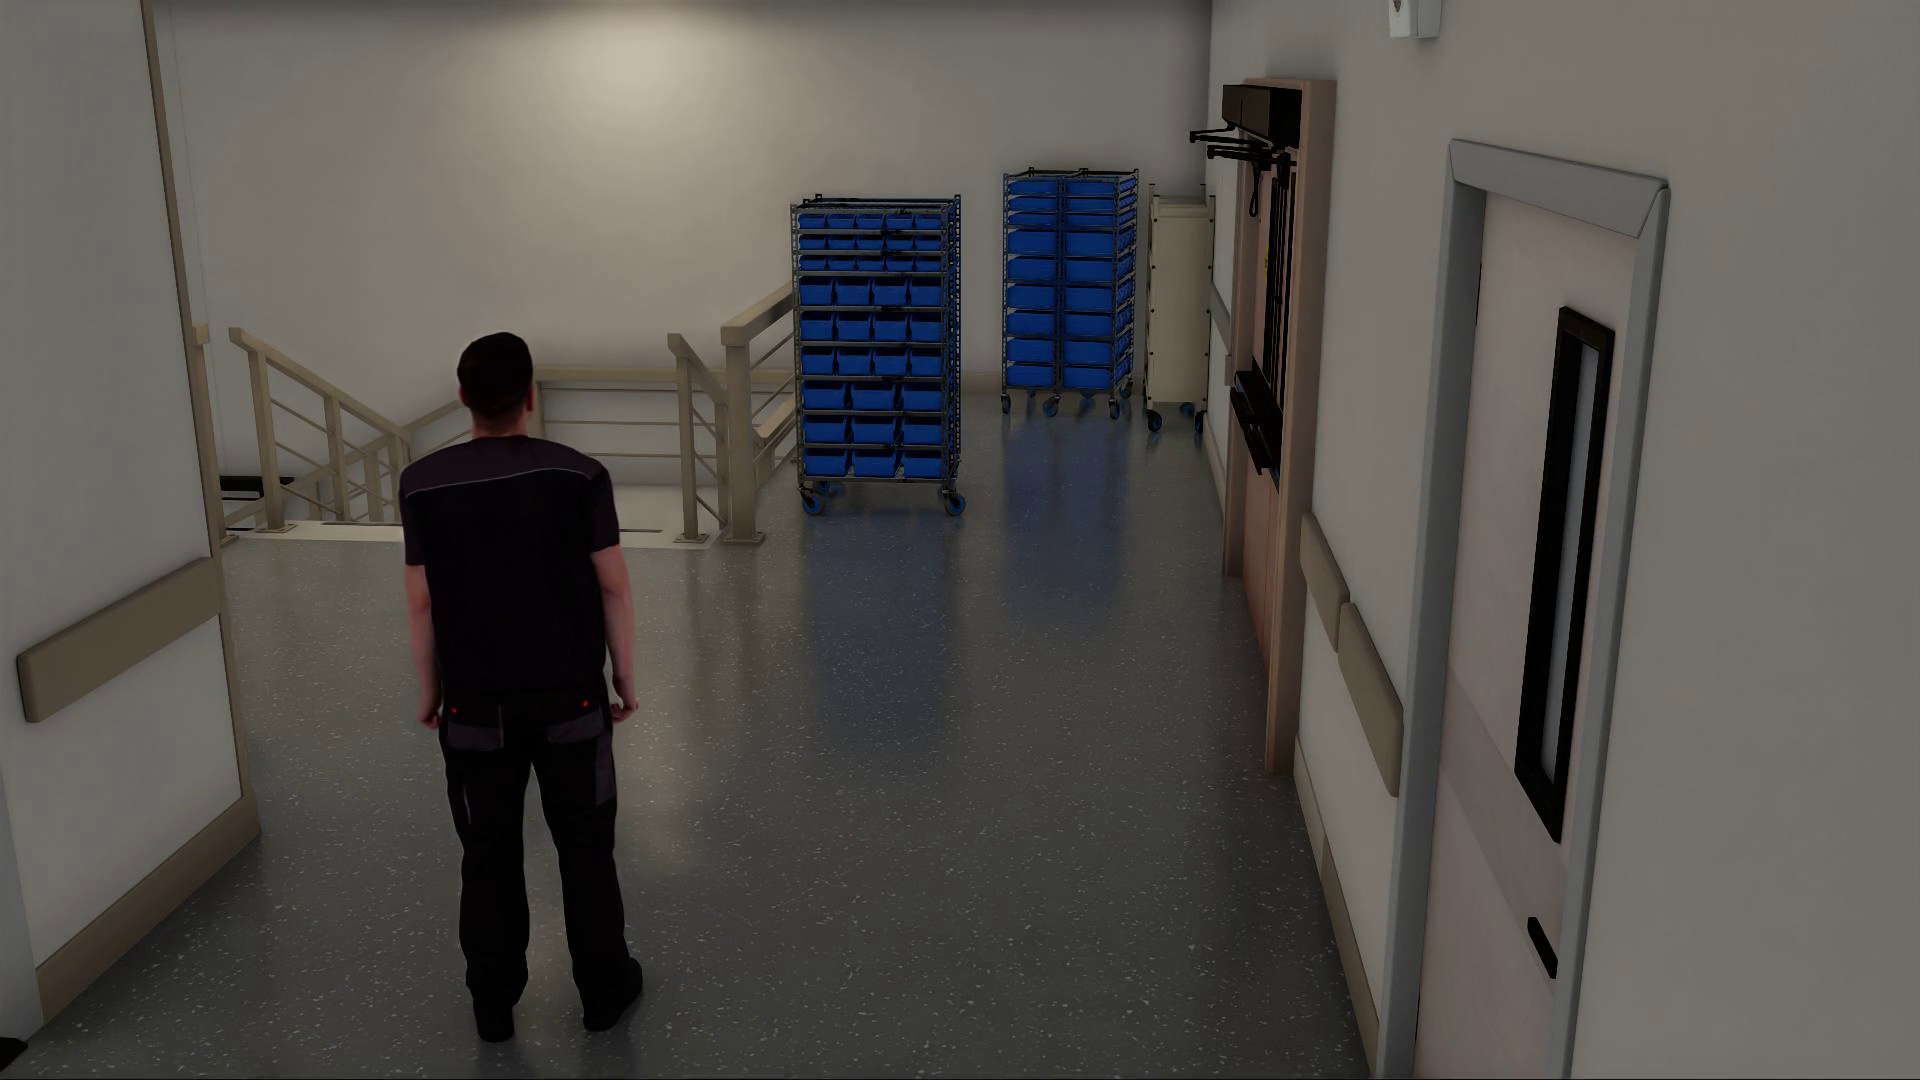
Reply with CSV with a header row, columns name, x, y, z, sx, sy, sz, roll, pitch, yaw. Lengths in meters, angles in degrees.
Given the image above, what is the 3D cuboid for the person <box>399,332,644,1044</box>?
name,x,y,z,sx,sy,sz,roll,pitch,yaw
person,-1.099,0.389,4.209,0.759,1.846,0.670,-2,16,-7
